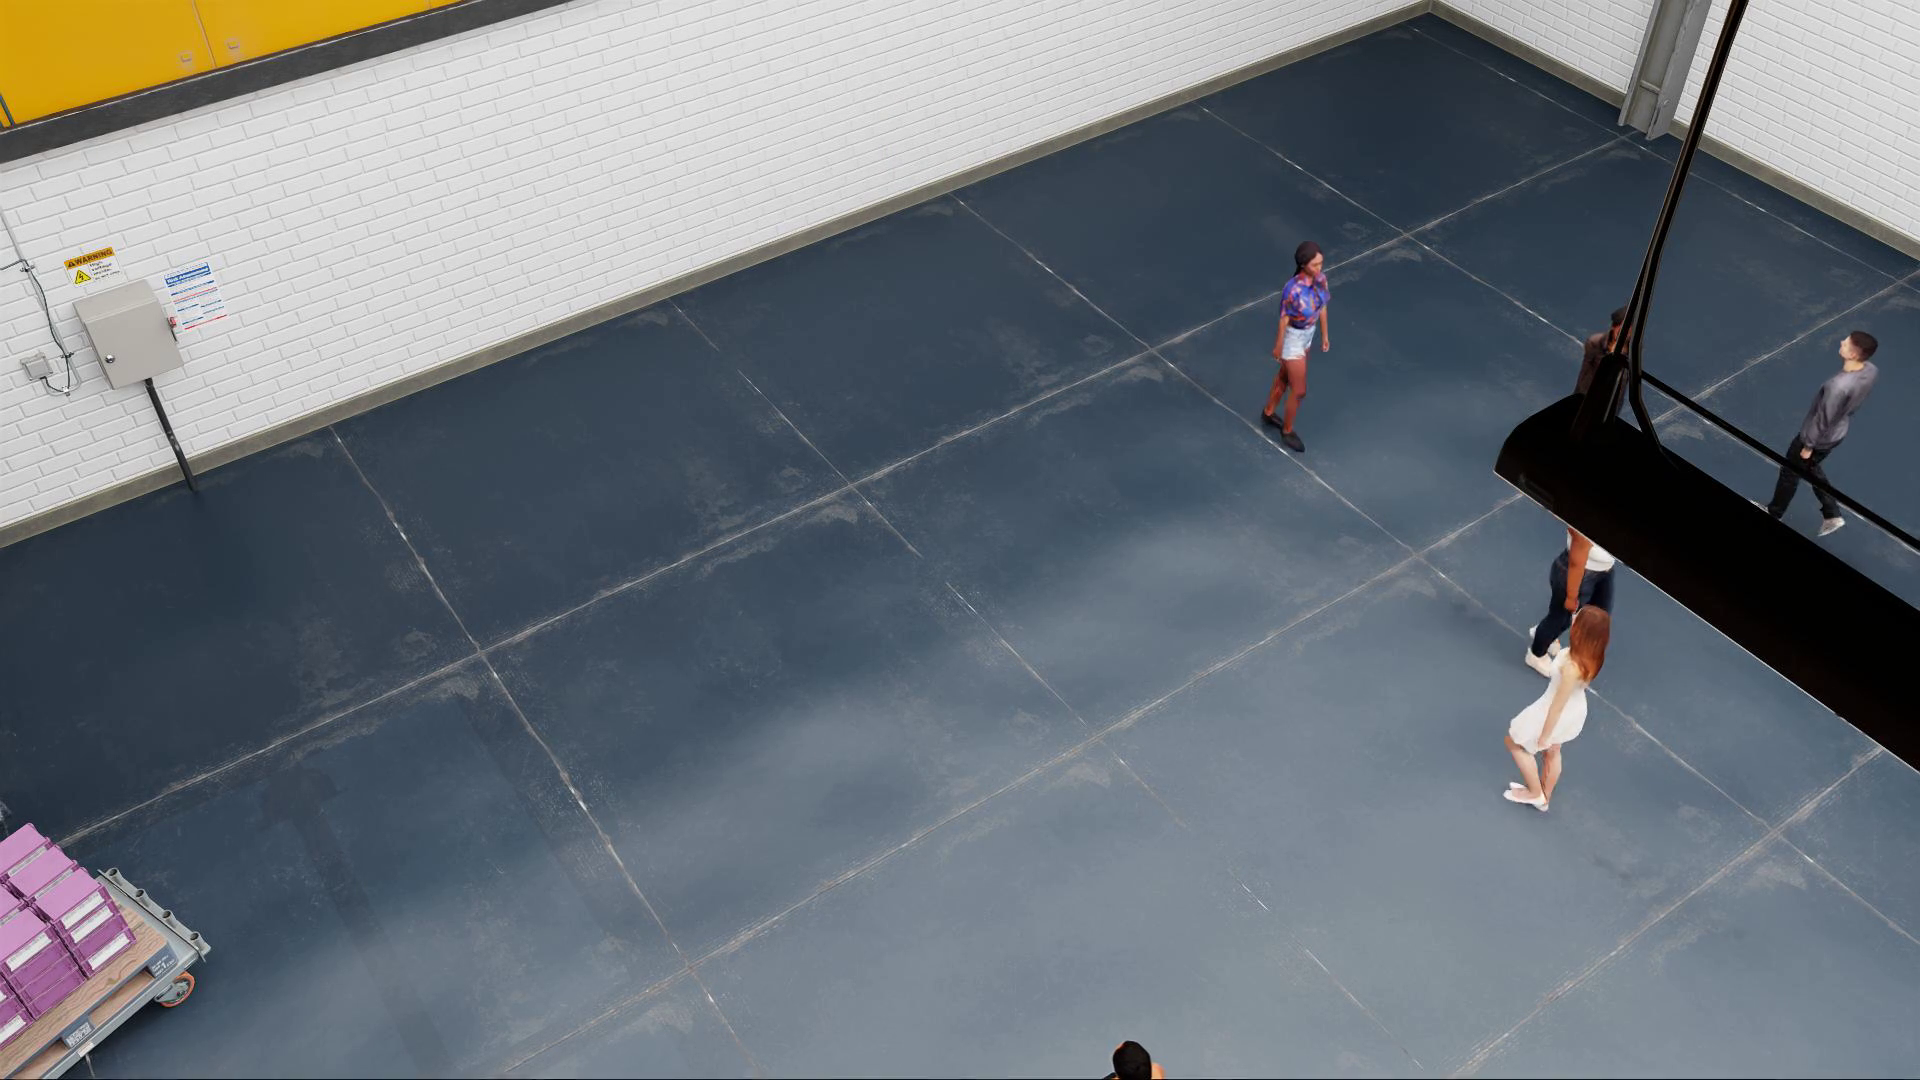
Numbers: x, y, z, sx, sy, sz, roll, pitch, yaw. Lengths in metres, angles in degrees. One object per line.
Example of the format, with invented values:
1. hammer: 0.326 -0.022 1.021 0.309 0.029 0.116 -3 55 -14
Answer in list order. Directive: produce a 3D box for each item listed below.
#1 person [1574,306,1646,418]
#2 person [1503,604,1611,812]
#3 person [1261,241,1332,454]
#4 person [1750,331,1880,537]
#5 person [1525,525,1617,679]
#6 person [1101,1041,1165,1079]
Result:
1. person: 4.631 -1.028 12.054 0.754 1.660 0.697 -21 48 -21
2. person: 3.612 1.069 9.823 0.622 1.701 0.625 34 53 30
3. person: 2.465 -1.534 12.534 0.794 1.730 0.664 34 53 30
4. person: 6.100 -0.698 11.641 0.630 1.751 0.879 -25 49 -24
5. person: 3.904 0.179 10.686 0.699 1.798 0.698 -33 53 -30
6. person: 0.775 2.857 7.975 0.567 1.660 0.492 -26 49 -25
